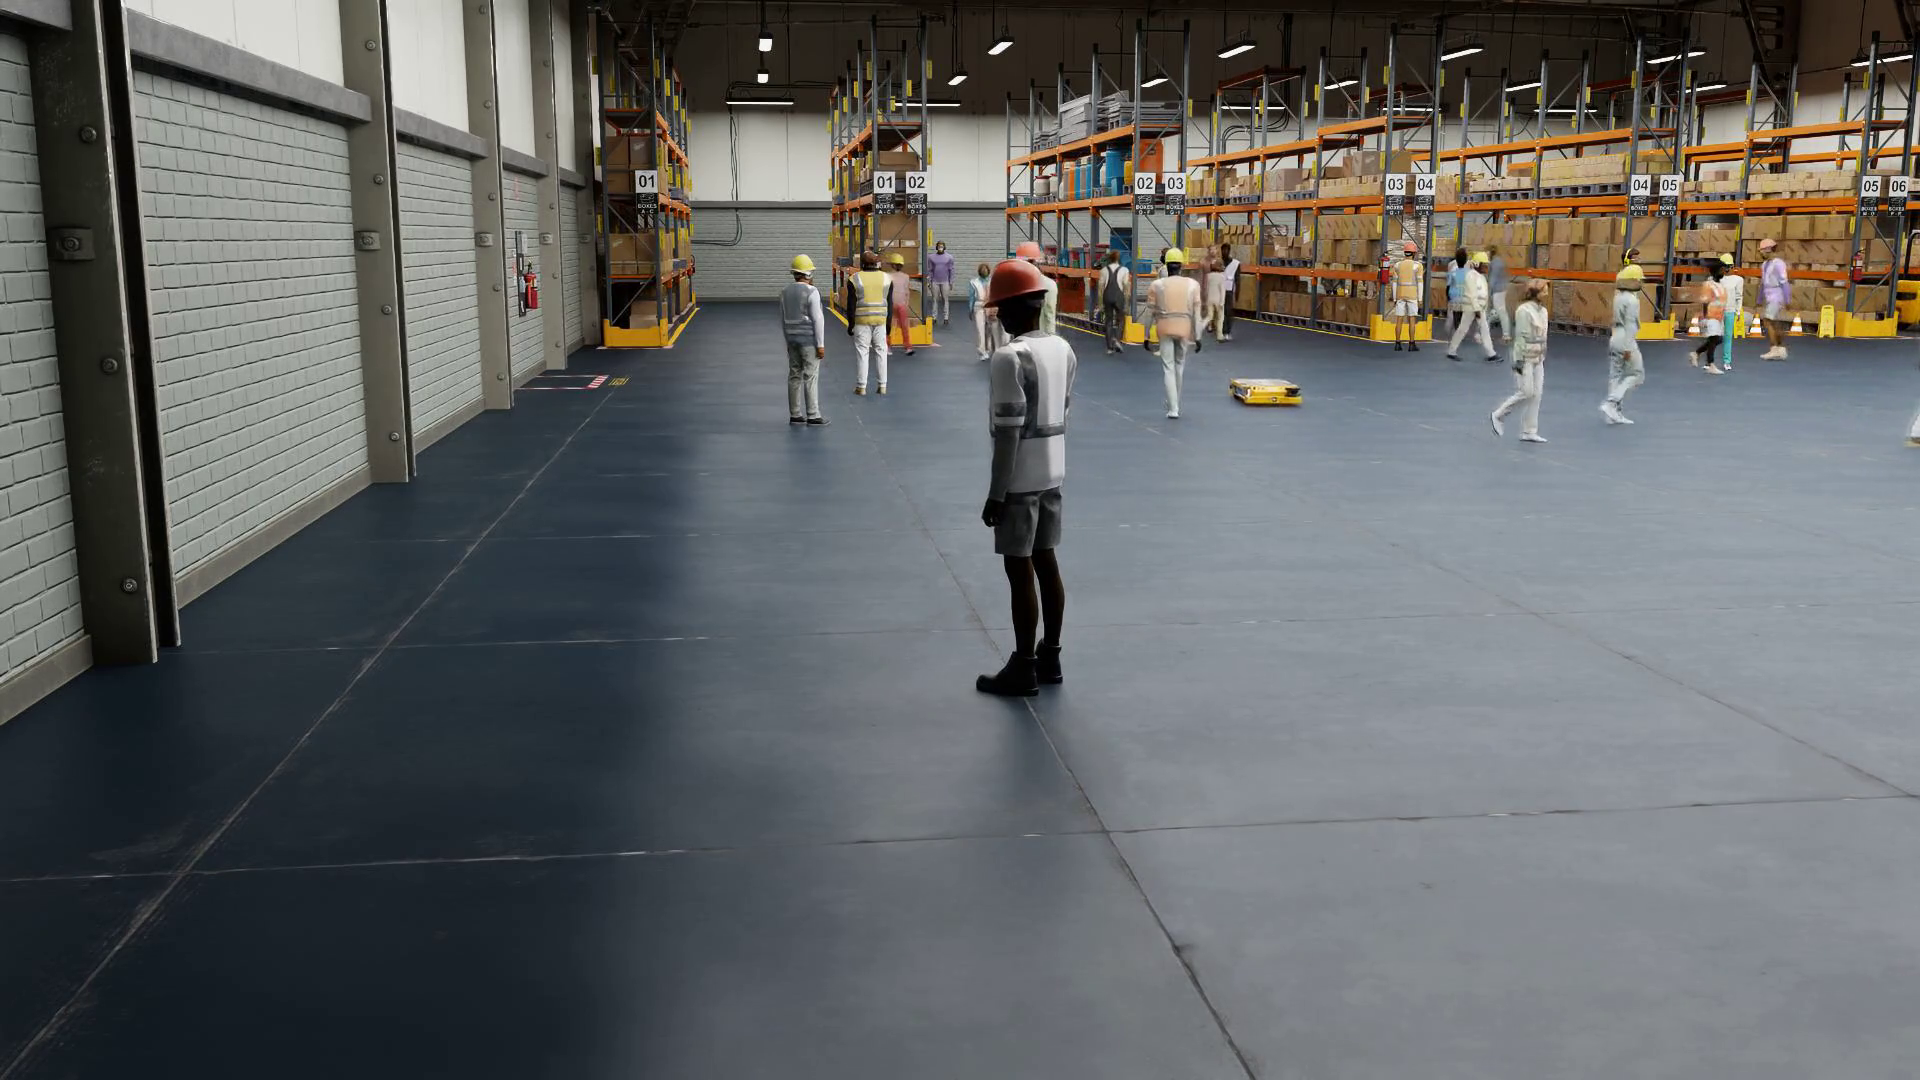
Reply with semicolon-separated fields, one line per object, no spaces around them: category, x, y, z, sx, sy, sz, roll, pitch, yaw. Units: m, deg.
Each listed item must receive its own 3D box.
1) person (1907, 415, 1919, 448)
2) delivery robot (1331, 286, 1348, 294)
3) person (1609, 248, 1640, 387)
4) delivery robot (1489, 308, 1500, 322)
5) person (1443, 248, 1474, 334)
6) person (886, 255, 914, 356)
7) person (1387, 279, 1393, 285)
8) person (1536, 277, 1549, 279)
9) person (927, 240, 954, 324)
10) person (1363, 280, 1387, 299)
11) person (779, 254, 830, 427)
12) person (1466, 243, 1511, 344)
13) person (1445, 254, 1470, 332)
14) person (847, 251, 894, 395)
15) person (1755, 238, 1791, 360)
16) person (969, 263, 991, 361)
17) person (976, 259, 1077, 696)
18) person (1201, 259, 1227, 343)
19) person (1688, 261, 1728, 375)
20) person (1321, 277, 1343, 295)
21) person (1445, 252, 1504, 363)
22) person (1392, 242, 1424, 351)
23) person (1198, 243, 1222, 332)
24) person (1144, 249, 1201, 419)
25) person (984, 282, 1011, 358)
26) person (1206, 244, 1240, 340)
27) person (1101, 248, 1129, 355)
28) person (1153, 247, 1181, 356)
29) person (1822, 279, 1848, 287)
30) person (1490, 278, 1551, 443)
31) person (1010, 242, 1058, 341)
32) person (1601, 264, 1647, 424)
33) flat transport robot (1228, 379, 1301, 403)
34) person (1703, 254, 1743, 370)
person;9.459;-1.725;15.615;0.598;1.833;0.982;-9;14;-40
delivery robot;11.380;-7.339;49.646;0.707;0.478;0.477;4;11;22
person;8.963;-2.973;22.376;0.321;1.866;0.532;8;13;36
delivery robot;11.937;-5.084;37.283;0.477;0.478;0.707;-1;10;-7
person;10.284;-5.115;34.309;0.643;1.787;0.974;0;10;-1
person;-1.080;-3.988;28.335;0.536;1.722;0.891;-5;11;-24
person;12.371;-7.693;48.288;0.509;1.856;0.334;-4;11;-23
person;17.801;-8.228;51.058;0.822;1.918;0.637;-7;13;-35
person;-0.454;-5.984;38.677;0.630;1.940;0.372;1;10;6
person;10.309;-6.489;41.295;0.612;1.995;0.376;2;10;9
person;-1.659;-2.133;17.845;0.590;1.837;0.404;9;14;41
person;10.086;-4.671;31.601;0.897;1.888;0.673;2;11;11
person;9.874;-4.811;32.963;0.553;1.663;0.769;0;10;3
person;-1.170;-2.795;21.463;0.625;1.844;0.429;-4;11;-22
person;13.362;-3.941;27.310;0.655;1.992;0.623;1;10;7
person;0.409;-3.787;27.543;0.522;1.604;0.816;-1;10;-5
person;0.274;-0.271;7.387;0.367;1.930;0.542;7;12;33
person;4.816;-4.531;31.615;0.675;1.612;0.532;-8;13;-39
person;11.111;-3.296;24.659;0.540;1.681;0.583;-7;12;-34
person;9.824;-6.954;43.994;0.603;1.946;0.454;1;10;8
person;8.297;-3.737;26.804;0.948;1.788;0.586;9;14;41
person;7.958;-4.317;29.543;0.551;1.937;0.357;6;12;31
person;5.395;-5.395;35.563;0.655;1.894;0.582;0;10;-2
person;2.380;-2.338;18.826;0.617;1.880;0.945;-1;10;-6
person;0.626;-3.432;25.618;0.511;1.596;0.848;0;10;0
person;5.156;-4.862;32.697;0.614;1.883;0.895;4;11;23
person;2.660;-4.101;28.681;0.508;1.829;0.422;3;11;16
person;3.521;-4.054;28.361;0.429;1.847;0.627;5;11;25
person;19.841;-5.783;37.760;0.614;1.867;0.532;1;10;7
person;5.584;-1.775;16.462;0.531;1.620;0.462;-9;14;-41
person;0.690;-1.958;16.516;0.615;1.975;0.532;7;13;35
person;7.193;-2.099;17.956;0.370;1.734;0.489;0;10;-3
flat transport robot;3.769;-1.858;20.635;0.652;0.197;1.431;0;10;0
person;11.666;-3.483;25.439;0.533;1.768;0.311;4;11;21
